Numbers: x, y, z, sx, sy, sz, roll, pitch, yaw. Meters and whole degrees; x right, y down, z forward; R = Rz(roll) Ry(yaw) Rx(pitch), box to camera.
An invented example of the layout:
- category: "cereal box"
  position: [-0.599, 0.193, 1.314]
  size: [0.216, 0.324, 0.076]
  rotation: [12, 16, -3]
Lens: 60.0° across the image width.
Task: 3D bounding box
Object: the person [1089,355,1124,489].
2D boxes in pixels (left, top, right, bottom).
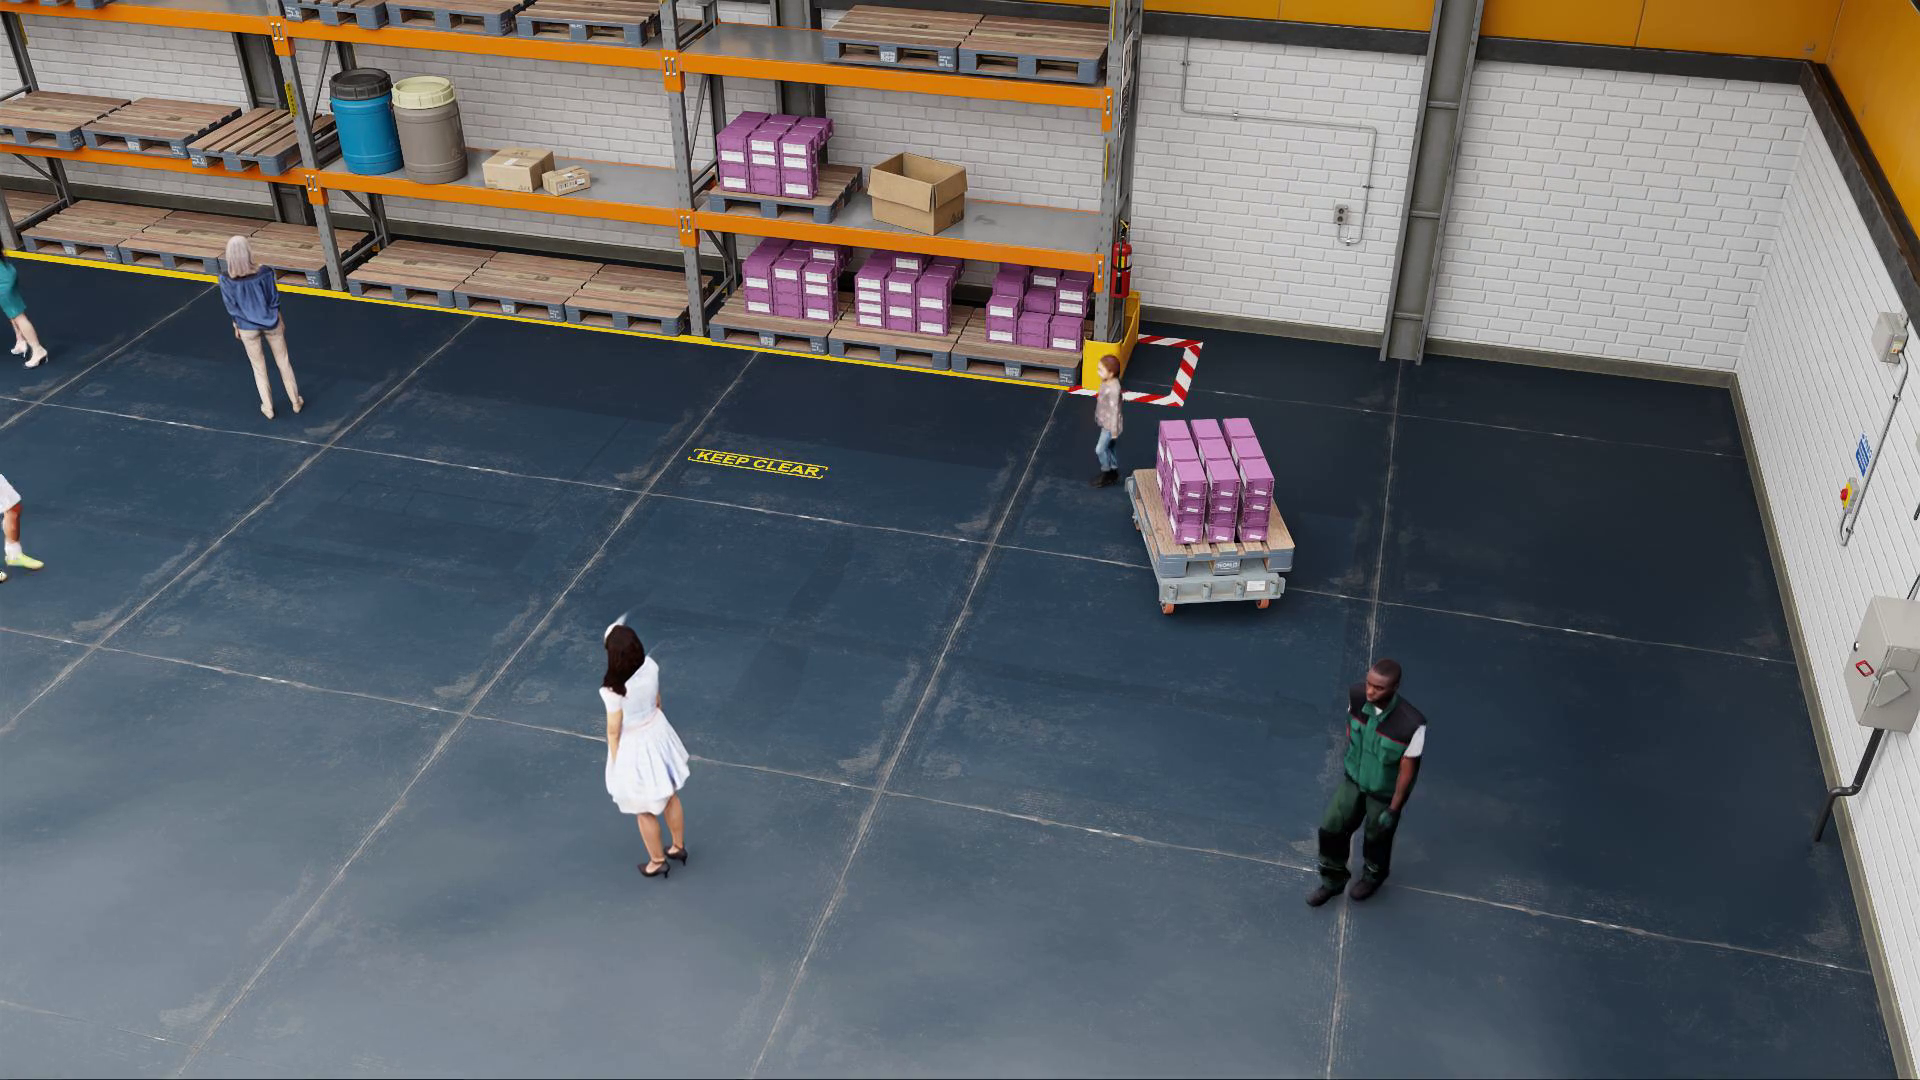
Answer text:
- category: "person"
  position: [1.287, -0.981, 13.725]
  size: [0.603, 1.185, 0.587]
  rotation: [-5, 34, -7]

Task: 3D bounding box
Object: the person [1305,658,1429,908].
- category: "person"
  position: [2.469, 1.373, 9.618]
  size: [0.939, 1.810, 0.895]
  rotation: [-28, 43, -36]

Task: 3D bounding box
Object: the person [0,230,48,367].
- category: "person"
  position: [-8.842, -2.404, 15.424]
  size: [0.724, 1.672, 0.639]
  rotation: [-4, 34, -7]

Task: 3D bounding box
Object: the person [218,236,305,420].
- category: "person"
  position: [-6.147, -1.875, 14.607]
  size: [0.697, 1.697, 0.768]
  rotation: [-15, 37, -22]

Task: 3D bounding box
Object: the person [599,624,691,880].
- category: "person"
  position: [-1.857, 1.262, 9.789]
  size: [0.854, 1.805, 0.811]
  rotation: [25, 41, 32]
